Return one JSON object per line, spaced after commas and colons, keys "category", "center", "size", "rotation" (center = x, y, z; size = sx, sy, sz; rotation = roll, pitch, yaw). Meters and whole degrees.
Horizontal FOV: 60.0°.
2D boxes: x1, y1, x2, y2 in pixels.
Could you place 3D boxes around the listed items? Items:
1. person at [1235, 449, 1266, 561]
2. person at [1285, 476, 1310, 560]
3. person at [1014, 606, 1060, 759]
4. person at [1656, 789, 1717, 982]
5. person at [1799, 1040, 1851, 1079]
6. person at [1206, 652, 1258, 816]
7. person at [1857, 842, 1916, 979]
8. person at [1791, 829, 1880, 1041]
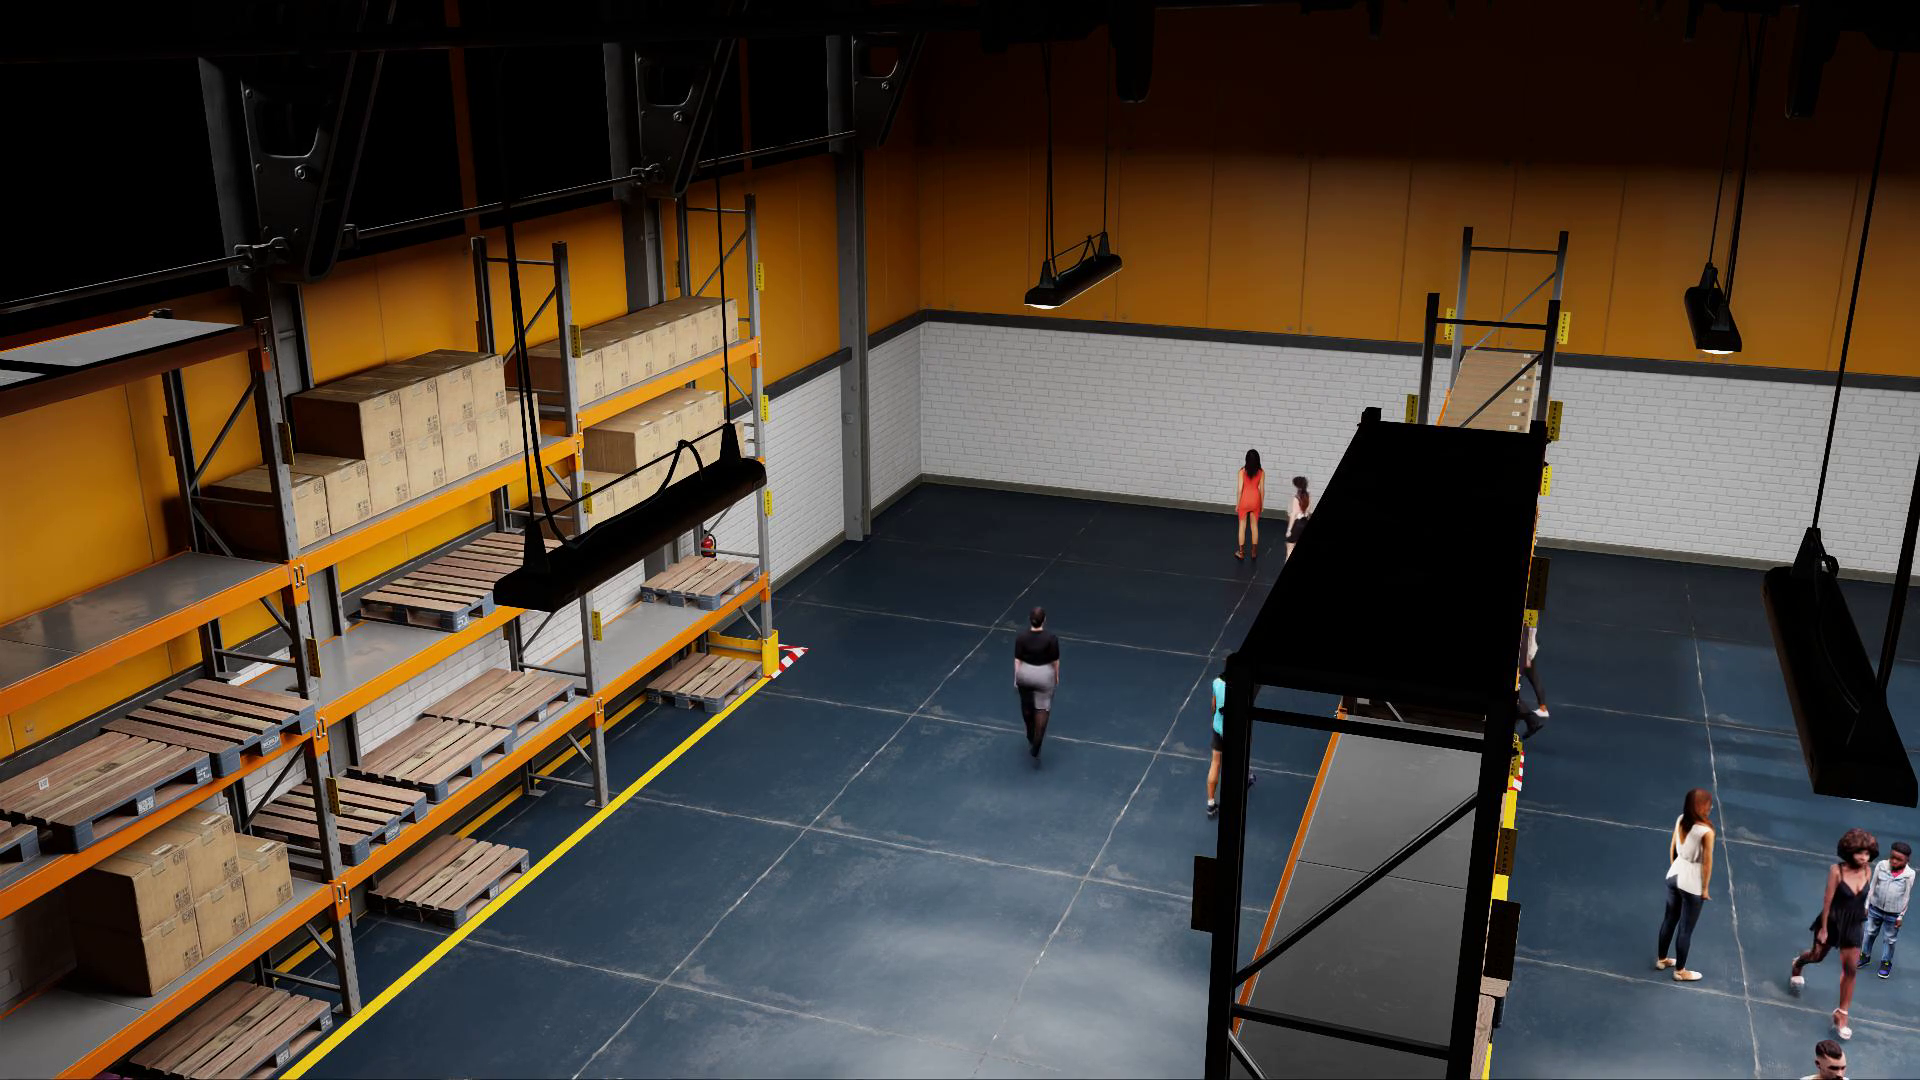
{"category": "person", "center": [4.378, -0.549, 25.147], "size": [0.665, 1.719, 0.657], "rotation": [-2, 19, -6]}
{"category": "person", "center": [4.887, -0.157, 24.110], "size": [0.597, 1.637, 0.728], "rotation": [-10, 21, -28]}
{"category": "person", "center": [0.848, 1.625, 18.670], "size": [0.772, 1.732, 1.131], "rotation": [4, 19, 11]}
{"category": "person", "center": [6.333, 2.995, 14.520], "size": [0.727, 1.785, 0.643], "rotation": [-6, 20, -17]}
{"category": "person", "center": [5.680, 4.124, 11.080], "size": [0.756, 1.840, 0.751], "rotation": [-3, 19, -10]}
{"category": "person", "center": [2.763, 2.053, 17.404], "size": [0.869, 1.729, 1.215], "rotation": [13, 23, 34]}
{"category": "person", "center": [8.177, 3.224, 14.659], "size": [0.593, 1.262, 0.556], "rotation": [-18, 25, -42]}
{"category": "person", "center": [7.305, 3.210, 13.928], "size": [0.835, 1.755, 1.164], "rotation": [0, 19, -1]}
